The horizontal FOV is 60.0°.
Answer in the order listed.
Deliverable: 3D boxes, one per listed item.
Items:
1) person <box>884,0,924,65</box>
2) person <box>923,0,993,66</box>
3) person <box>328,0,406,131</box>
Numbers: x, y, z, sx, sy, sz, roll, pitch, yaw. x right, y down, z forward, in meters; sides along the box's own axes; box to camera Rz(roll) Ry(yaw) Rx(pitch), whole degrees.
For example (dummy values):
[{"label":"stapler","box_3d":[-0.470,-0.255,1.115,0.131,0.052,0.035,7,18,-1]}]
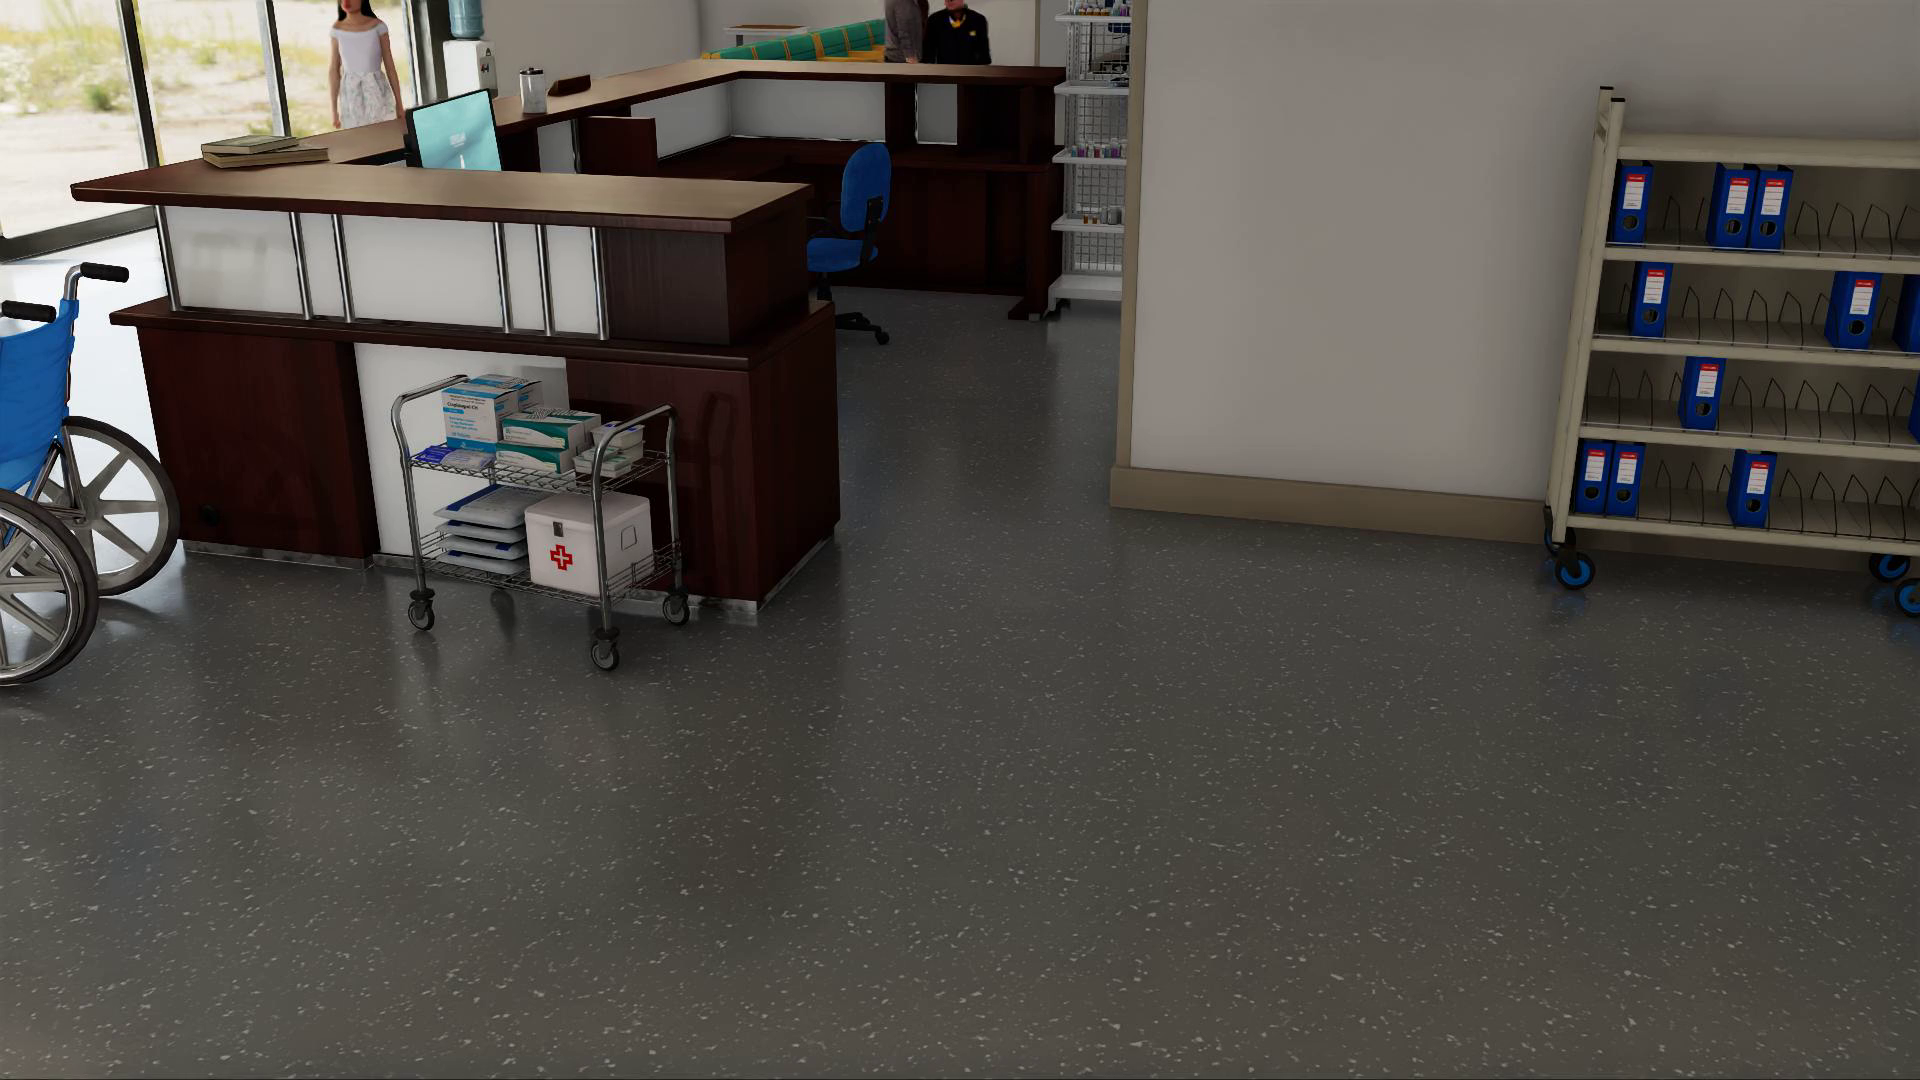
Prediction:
[{"label":"person","box_3d":[-0.490,-3.809,13.587,0.742,1.861,0.829,-8,22,-19]},{"label":"person","box_3d":[-0.036,-3.813,13.907,0.849,1.640,0.813,0,21,-1]},{"label":"person","box_3d":[-4.059,-2.961,11.497,0.811,1.755,0.823,-1,21,-3]}]
